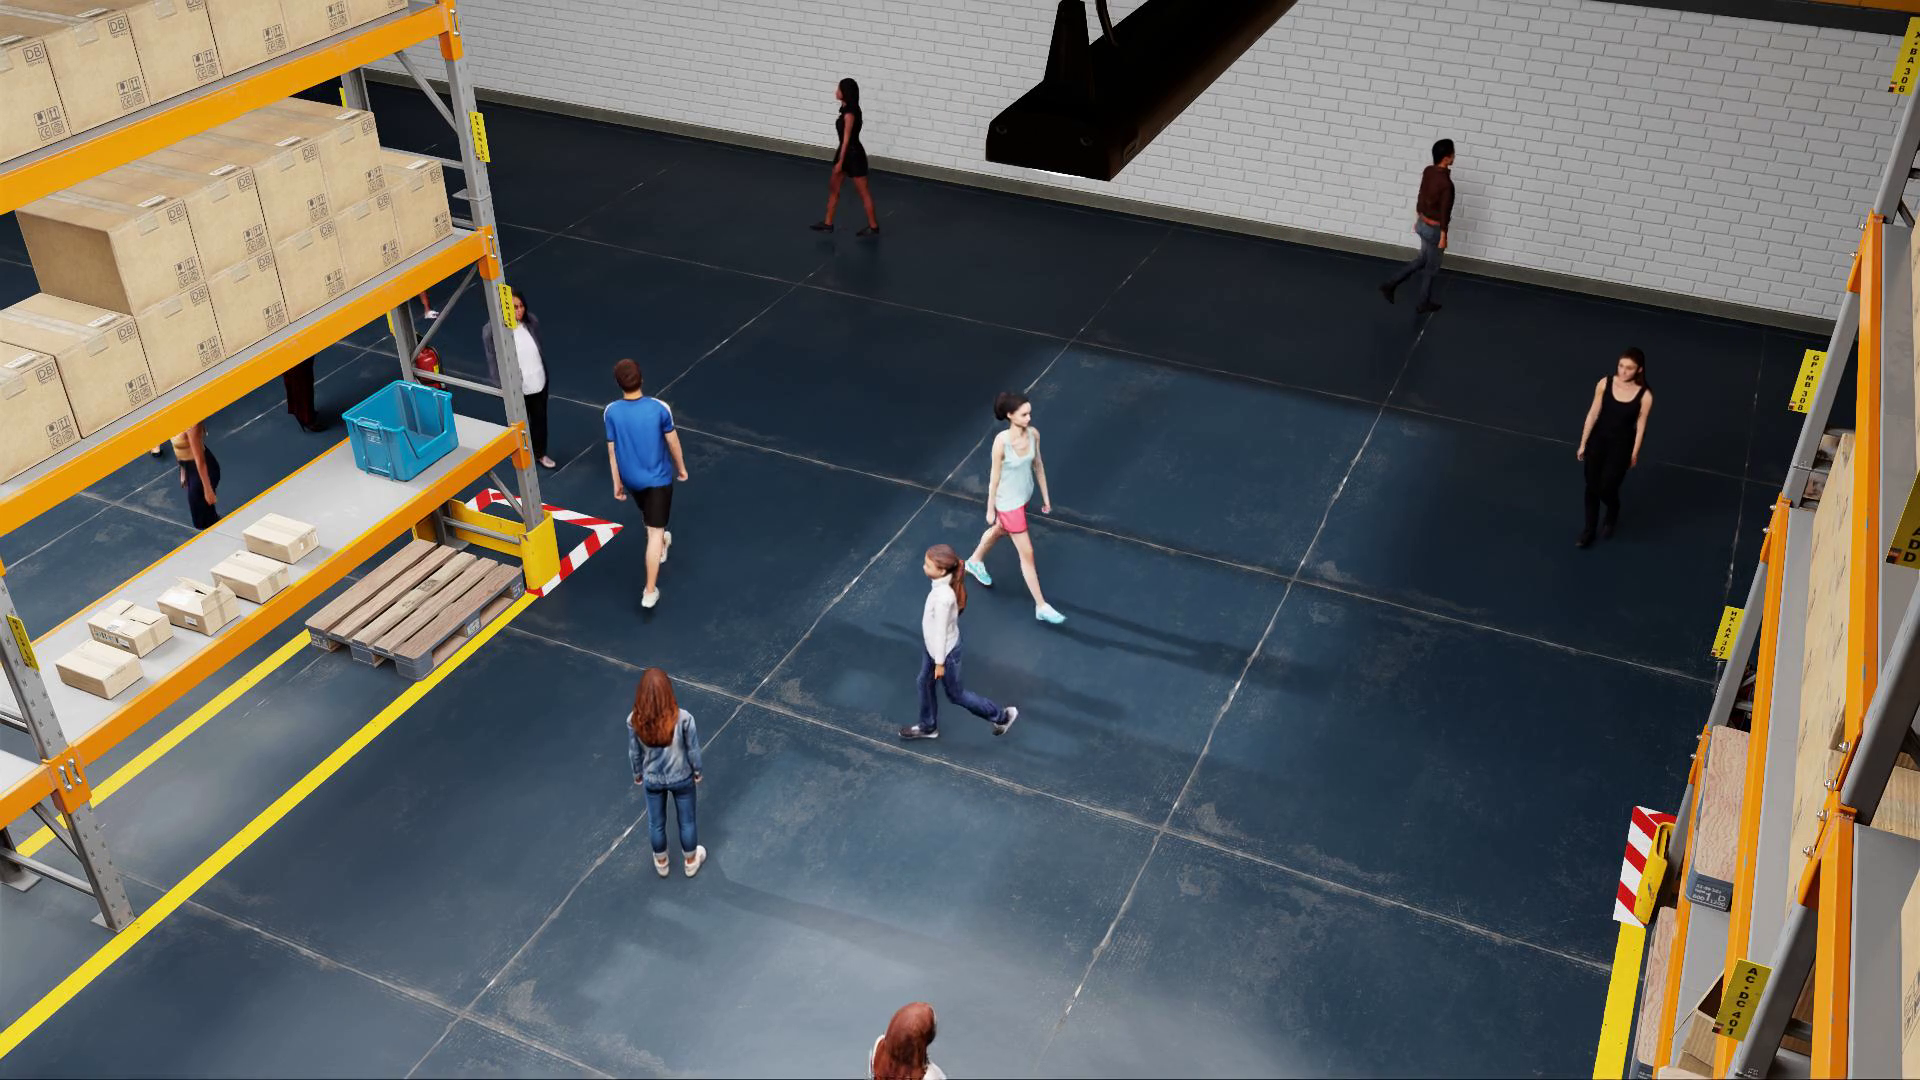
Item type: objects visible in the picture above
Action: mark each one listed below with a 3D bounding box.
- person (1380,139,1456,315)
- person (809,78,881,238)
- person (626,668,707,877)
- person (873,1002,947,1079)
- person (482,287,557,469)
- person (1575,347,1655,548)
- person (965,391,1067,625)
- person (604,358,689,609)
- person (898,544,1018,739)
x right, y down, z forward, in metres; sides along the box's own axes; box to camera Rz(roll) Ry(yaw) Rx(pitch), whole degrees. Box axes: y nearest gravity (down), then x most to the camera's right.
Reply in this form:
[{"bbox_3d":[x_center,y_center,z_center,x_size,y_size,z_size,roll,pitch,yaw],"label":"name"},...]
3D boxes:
[{"bbox_3d":[4.432,-2.964,15.893,0.991,1.766,0.962,-6,34,-10],"label":"person"},{"bbox_3d":[-1.038,-3.984,17.477,1.009,1.712,0.990,-9,35,-13],"label":"person"},{"bbox_3d":[-1.699,1.360,9.650,0.625,1.477,0.612,1,34,1],"label":"person"},{"bbox_3d":[-0.212,2.694,7.387,0.706,1.760,0.752,29,43,36],"label":"person"},{"bbox_3d":[-3.620,-1.320,13.585,0.862,1.583,0.833,27,42,35],"label":"person"},{"bbox_3d":[4.956,-0.720,12.595,0.680,1.682,0.752,28,43,36],"label":"person"},{"bbox_3d":[0.320,-0.278,11.900,1.259,1.713,0.983,-28,43,-35],"label":"person"},{"bbox_3d":[-2.274,-0.381,11.965,1.050,1.813,1.349,0,34,1],"label":"person"},{"bbox_3d":[-0.013,0.692,10.606,0.858,1.530,0.997,-1,34,-1],"label":"person"}]
